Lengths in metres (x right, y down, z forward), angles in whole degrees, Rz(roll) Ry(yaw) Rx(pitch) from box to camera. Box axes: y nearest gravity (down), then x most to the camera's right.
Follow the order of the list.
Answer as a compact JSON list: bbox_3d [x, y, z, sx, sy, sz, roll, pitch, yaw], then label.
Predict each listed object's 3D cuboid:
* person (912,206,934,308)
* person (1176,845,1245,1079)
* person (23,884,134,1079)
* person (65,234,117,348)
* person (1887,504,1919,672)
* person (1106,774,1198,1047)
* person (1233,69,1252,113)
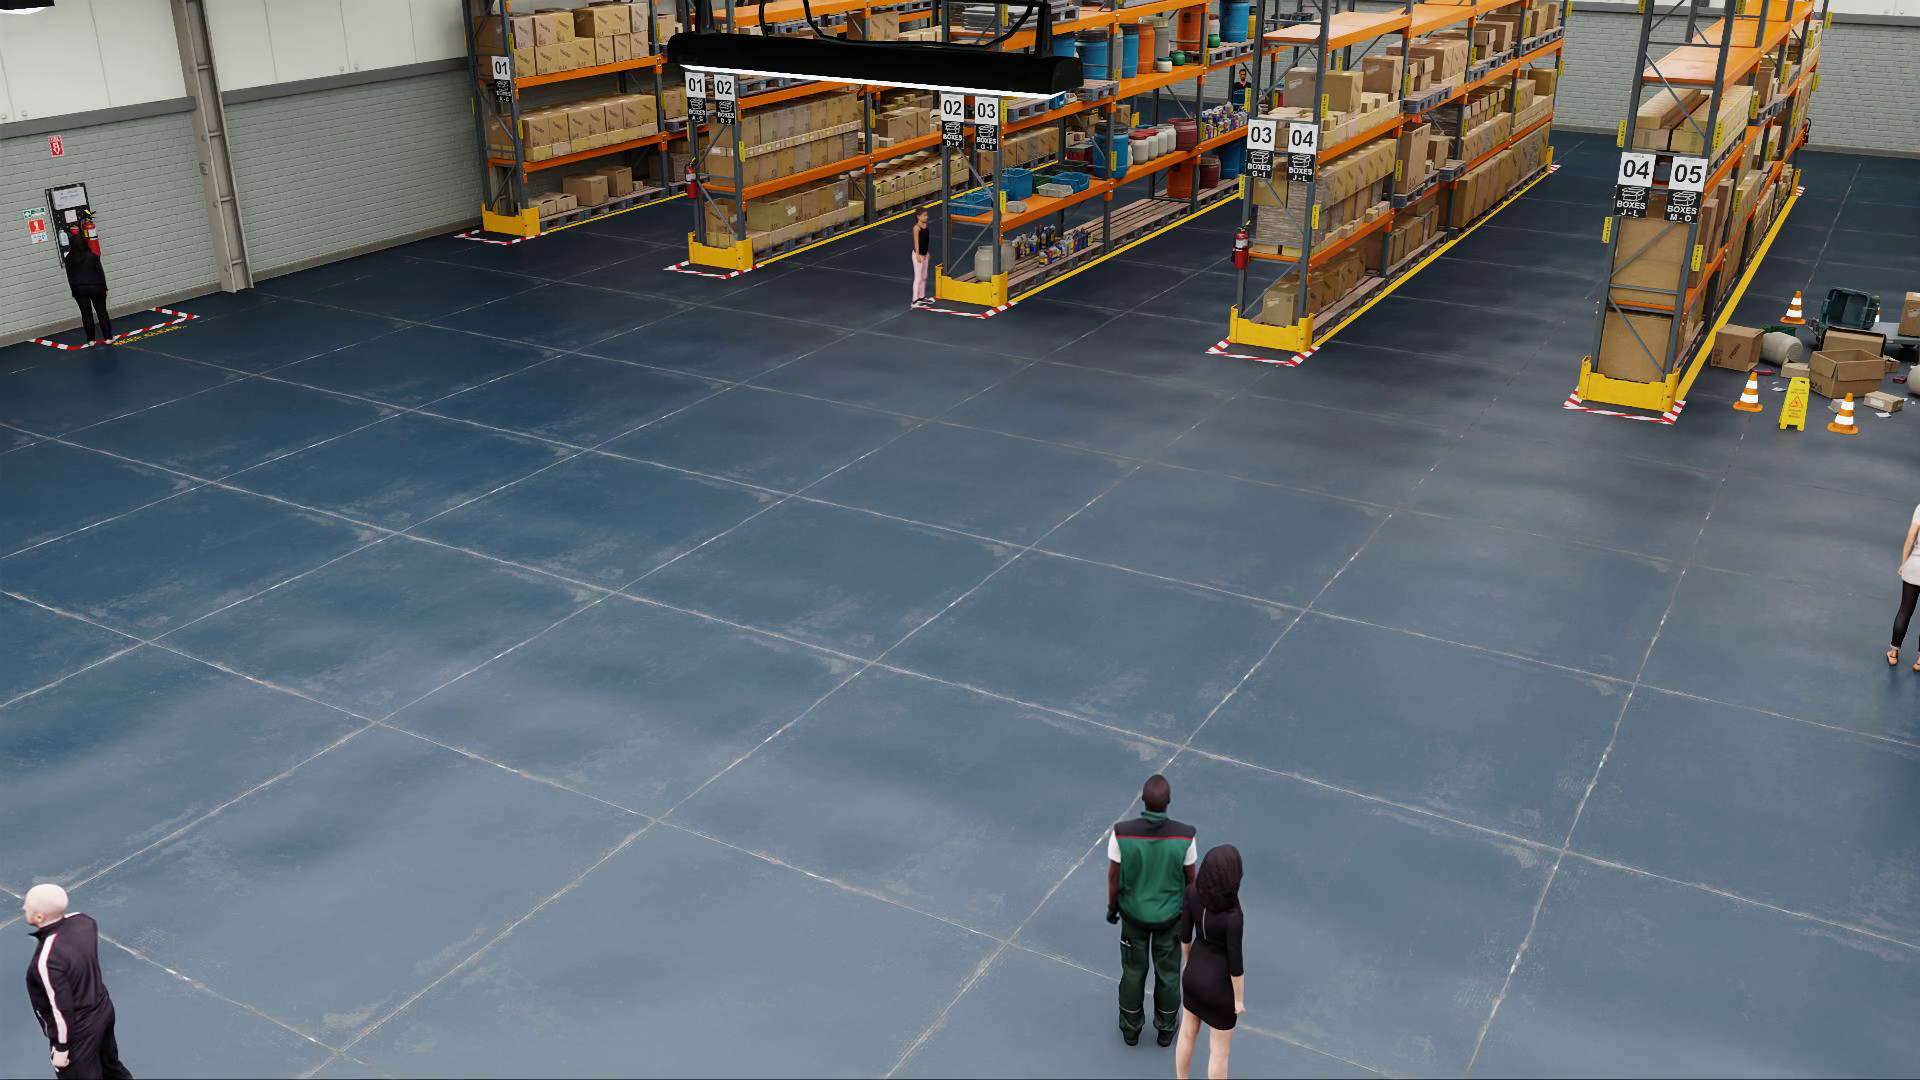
[{"bbox_3d":[-0.613,-4.425,25.901,0.577,1.563,0.462,10,25,22],"label":"person"},{"bbox_3d":[1.396,2.500,9.306,0.617,1.807,0.650,-17,28,-34],"label":"person"},{"bbox_3d":[-4.719,2.632,8.957,0.818,1.837,0.722,-2,23,-6],"label":"person"},{"bbox_3d":[-12.499,-3.586,23.860,0.746,1.617,0.819,-9,25,-20],"label":"person"},{"bbox_3d":[8.463,0.266,14.535,0.656,1.825,0.594,19,30,38],"label":"person"},{"bbox_3d":[1.147,2.216,9.933,0.773,1.839,0.754,3,23,6],"label":"person"},{"bbox_3d":[6.537,-10.012,38.665,0.725,1.856,0.712,0,23,0],"label":"person"}]
